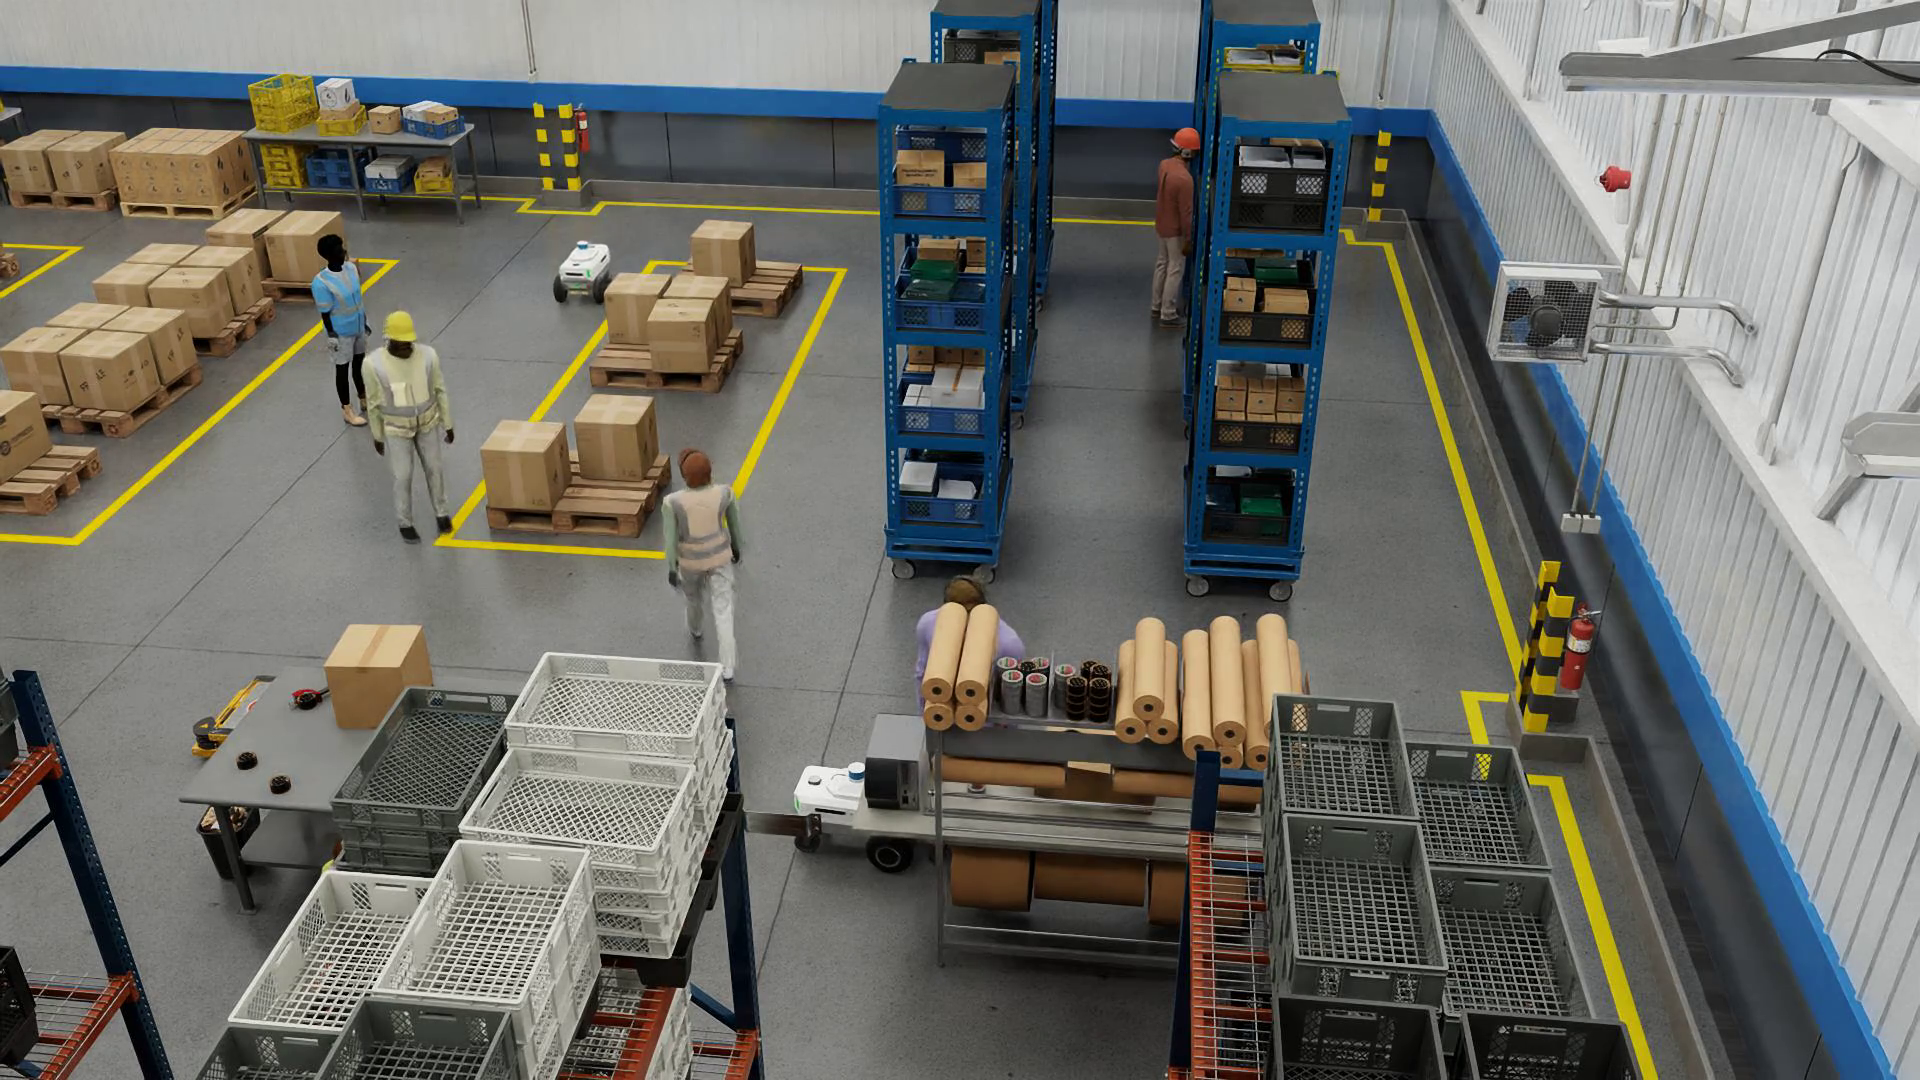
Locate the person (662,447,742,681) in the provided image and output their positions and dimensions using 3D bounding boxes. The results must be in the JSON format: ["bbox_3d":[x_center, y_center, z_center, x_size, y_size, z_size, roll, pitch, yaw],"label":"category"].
[{"bbox_3d":[-1.713,0.114,11.136,0.535,1.588,0.886,-10,32,-16],"label":"person"}]

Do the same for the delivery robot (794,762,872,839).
[{"bbox_3d":[-0.594,1.514,9.676,0.707,0.478,0.477,6,31,10],"label":"delivery robot"}]

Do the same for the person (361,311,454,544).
[{"bbox_3d":[-4.168,-0.883,12.626,0.594,1.828,0.403,-21,36,-32],"label":"person"}]

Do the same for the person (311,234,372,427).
[{"bbox_3d":[-5.300,-1.828,14.380,0.318,1.695,0.544,10,32,16],"label":"person"}]

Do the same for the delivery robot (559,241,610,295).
[{"bbox_3d":[-3.869,-2.839,17.152,0.477,0.478,0.707,3,30,5],"label":"delivery robot"}]

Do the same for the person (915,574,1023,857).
[{"bbox_3d":[0.042,1.005,9.291,0.625,1.931,0.373,13,32,20],"label":"person"}]

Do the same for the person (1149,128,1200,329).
[{"bbox_3d":[2.106,-3.027,16.162,0.410,1.980,0.625,-10,32,-16],"label":"person"}]
